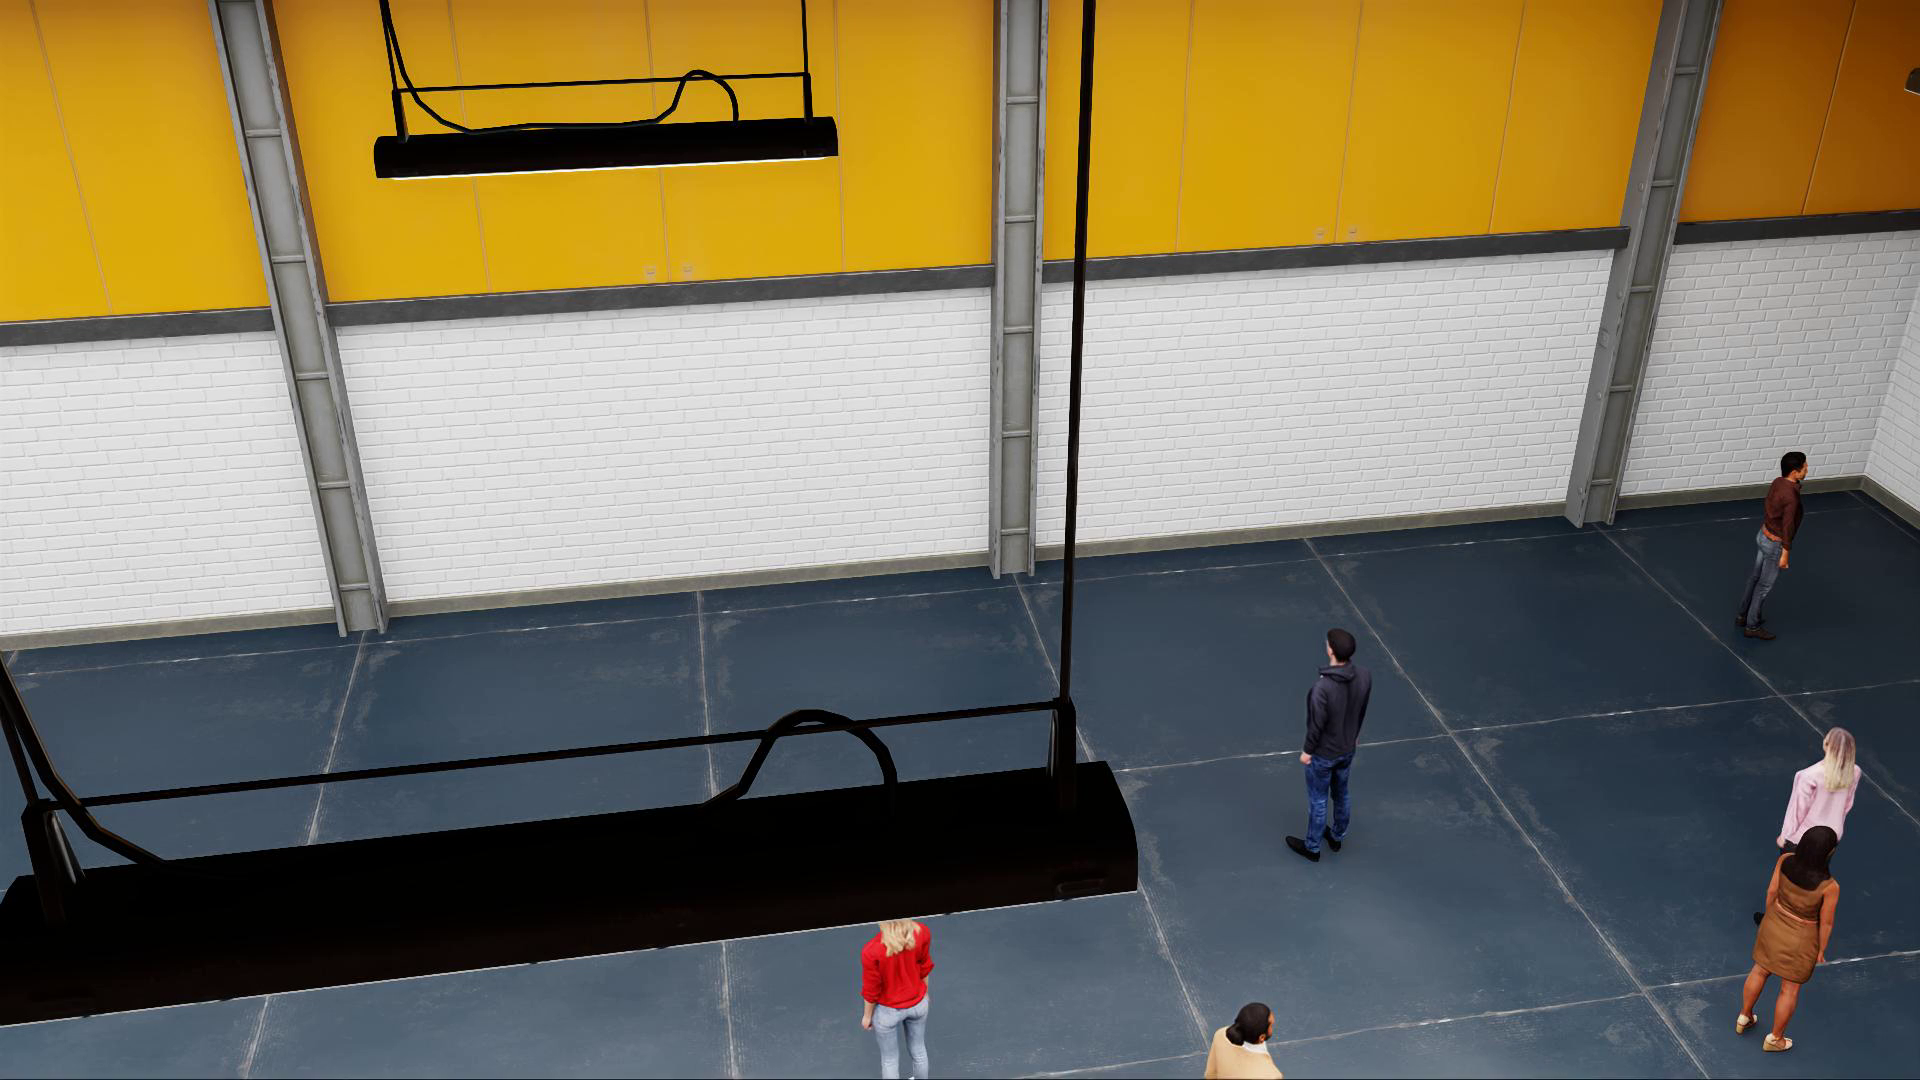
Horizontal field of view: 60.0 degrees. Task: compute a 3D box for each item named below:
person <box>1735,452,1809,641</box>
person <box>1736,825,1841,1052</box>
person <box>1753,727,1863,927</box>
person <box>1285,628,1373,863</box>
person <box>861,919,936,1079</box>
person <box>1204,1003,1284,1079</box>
[{"bbox_3d":[7.157,0.029,14.645,0.628,1.782,0.699,3,29,6],"label":"person"},{"bbox_3d":[5.141,2.453,10.297,0.625,1.690,0.634,-17,33,-28],"label":"person"},{"bbox_3d":[5.735,1.977,11.171,0.467,1.687,0.649,-4,29,-8],"label":"person"},{"bbox_3d":[2.661,1.468,11.889,0.648,1.895,0.805,-16,33,-27],"label":"person"},{"bbox_3d":[-0.360,2.731,9.771,0.561,1.704,0.732,-15,32,-25],"label":"person"},{"bbox_3d":[1.515,3.160,8.932,0.732,1.754,0.747,-19,34,-31],"label":"person"}]
